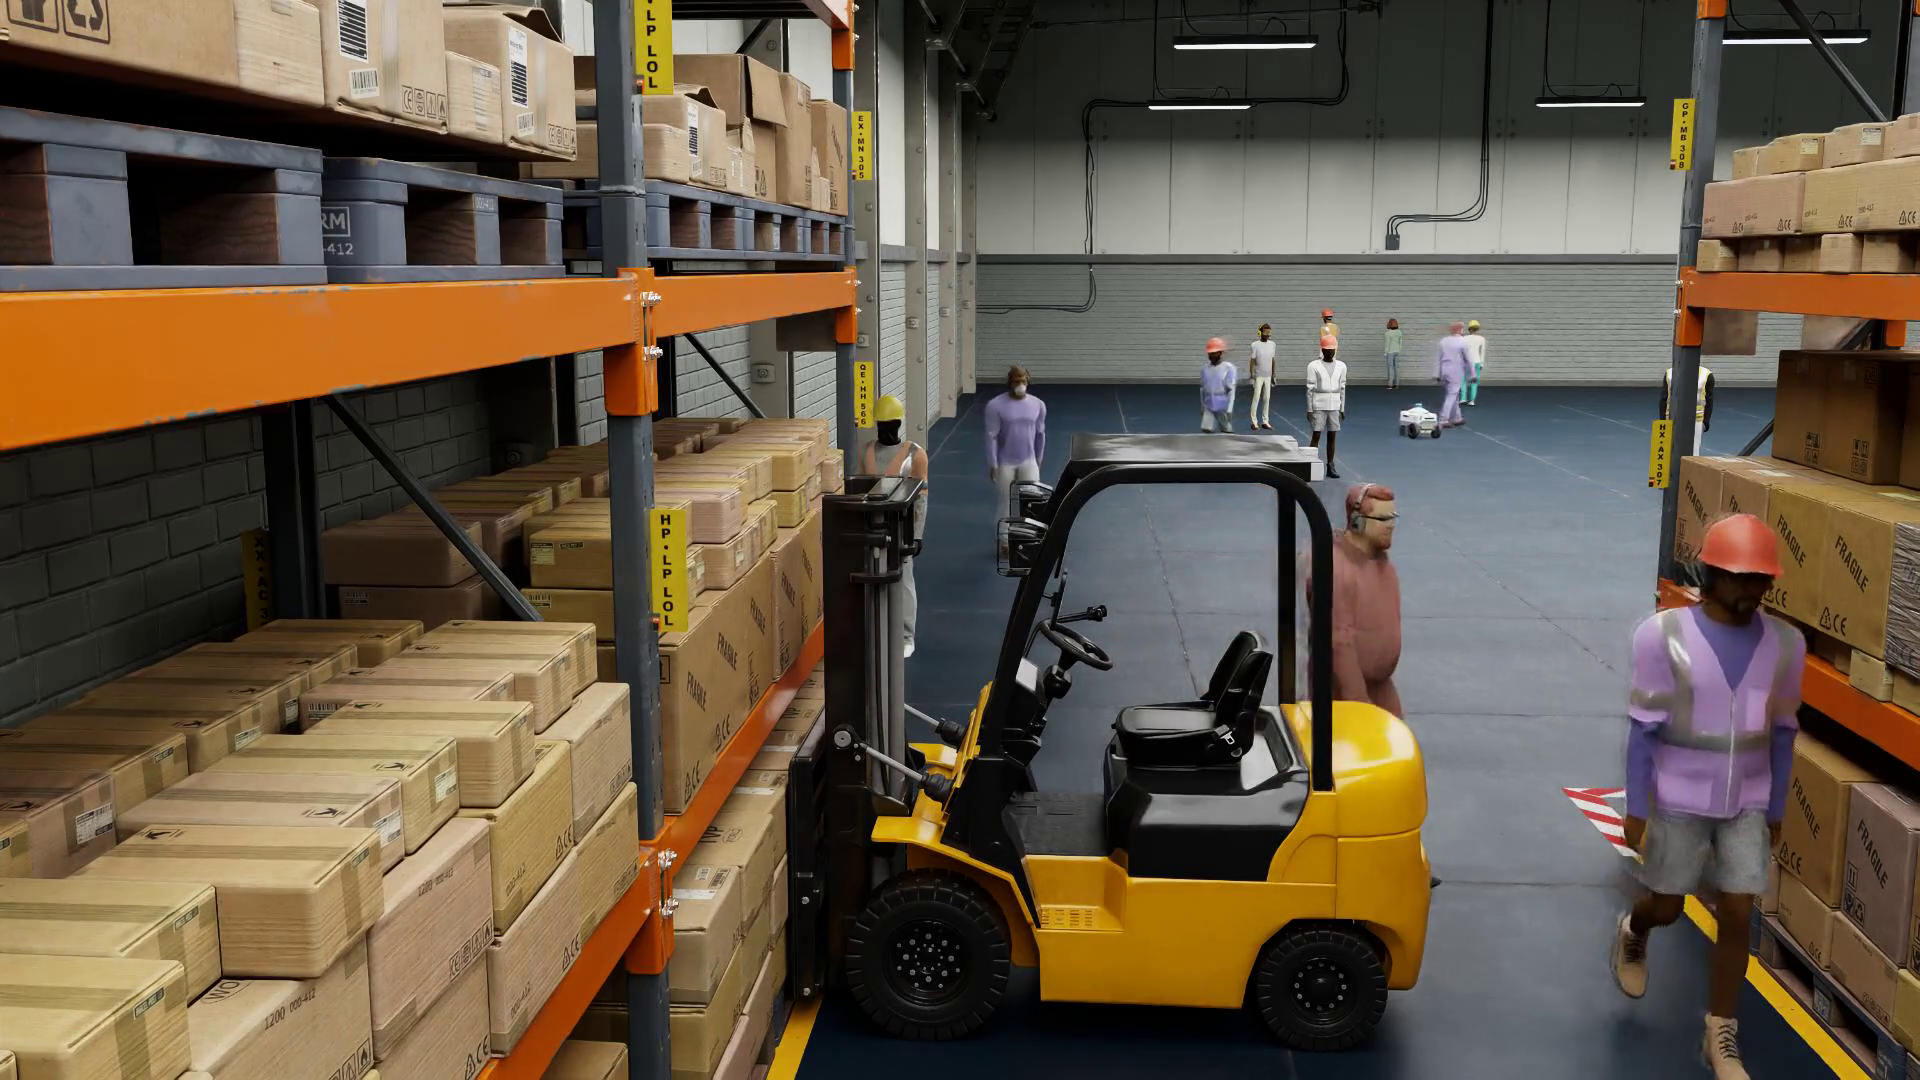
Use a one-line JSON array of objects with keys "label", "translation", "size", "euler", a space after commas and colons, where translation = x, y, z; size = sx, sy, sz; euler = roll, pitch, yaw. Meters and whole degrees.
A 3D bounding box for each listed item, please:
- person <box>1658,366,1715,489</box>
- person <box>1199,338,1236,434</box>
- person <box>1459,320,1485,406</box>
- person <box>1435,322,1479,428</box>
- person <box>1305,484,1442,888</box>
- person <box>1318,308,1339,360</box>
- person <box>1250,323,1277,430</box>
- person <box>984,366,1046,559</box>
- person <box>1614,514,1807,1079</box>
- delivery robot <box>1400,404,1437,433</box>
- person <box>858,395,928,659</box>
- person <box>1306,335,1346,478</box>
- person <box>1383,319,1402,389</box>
[{"label": "person", "translation": [9.228, -1.540, 21.181], "size": [0.633, 1.839, 0.429], "euler": [6, 11, 33]}, {"label": "person", "translation": [3.487, -1.798, 22.606], "size": [0.561, 1.886, 1.001], "euler": [6, 11, 32]}, {"label": "person", "translation": [10.422, -3.615, 33.983], "size": [0.555, 1.750, 0.488], "euler": [-1, 9, -8]}, {"label": "person", "translation": [8.837, -2.916, 29.465], "size": [0.921, 1.860, 0.658], "euler": [-4, 10, -25]}, {"label": "person", "translation": [1.879, 0.688, 7.541], "size": [0.763, 1.880, 0.641], "euler": [9, 13, 44]}, {"label": "person", "translation": [7.972, -4.054, 36.130], "size": [0.548, 1.934, 0.374], "euler": [-7, 12, -36]}, {"label": "person", "translation": [5.288, -2.841, 29.015], "size": [0.516, 1.865, 0.312], "euler": [-4, 10, -24]}, {"label": "person", "translation": [0.558, -0.707, 15.948], "size": [0.630, 1.893, 0.973], "euler": [-2, 10, -11]}, {"label": "person", "translation": [2.662, 0.881, 5.976], "size": [0.620, 2.021, 0.766], "euler": [0, 9, 2]}, {"label": "delivery robot", "translation": [7.647, -2.028, 27.738], "size": [0.477, 0.478, 0.707], "euler": [-2, 10, -13]}, {"label": "person", "translation": [-0.515, -0.096, 12.160], "size": [0.587, 1.929, 0.360], "euler": [5, 10, 26]}, {"label": "person", "translation": [4.938, -1.789, 22.395], "size": [0.552, 1.937, 0.356], "euler": [-1, 9, -9]}, {"label": "person", "translation": [10.067, -4.335, 38.737], "size": [0.499, 1.634, 0.279], "euler": [-5, 11, -30]}]
